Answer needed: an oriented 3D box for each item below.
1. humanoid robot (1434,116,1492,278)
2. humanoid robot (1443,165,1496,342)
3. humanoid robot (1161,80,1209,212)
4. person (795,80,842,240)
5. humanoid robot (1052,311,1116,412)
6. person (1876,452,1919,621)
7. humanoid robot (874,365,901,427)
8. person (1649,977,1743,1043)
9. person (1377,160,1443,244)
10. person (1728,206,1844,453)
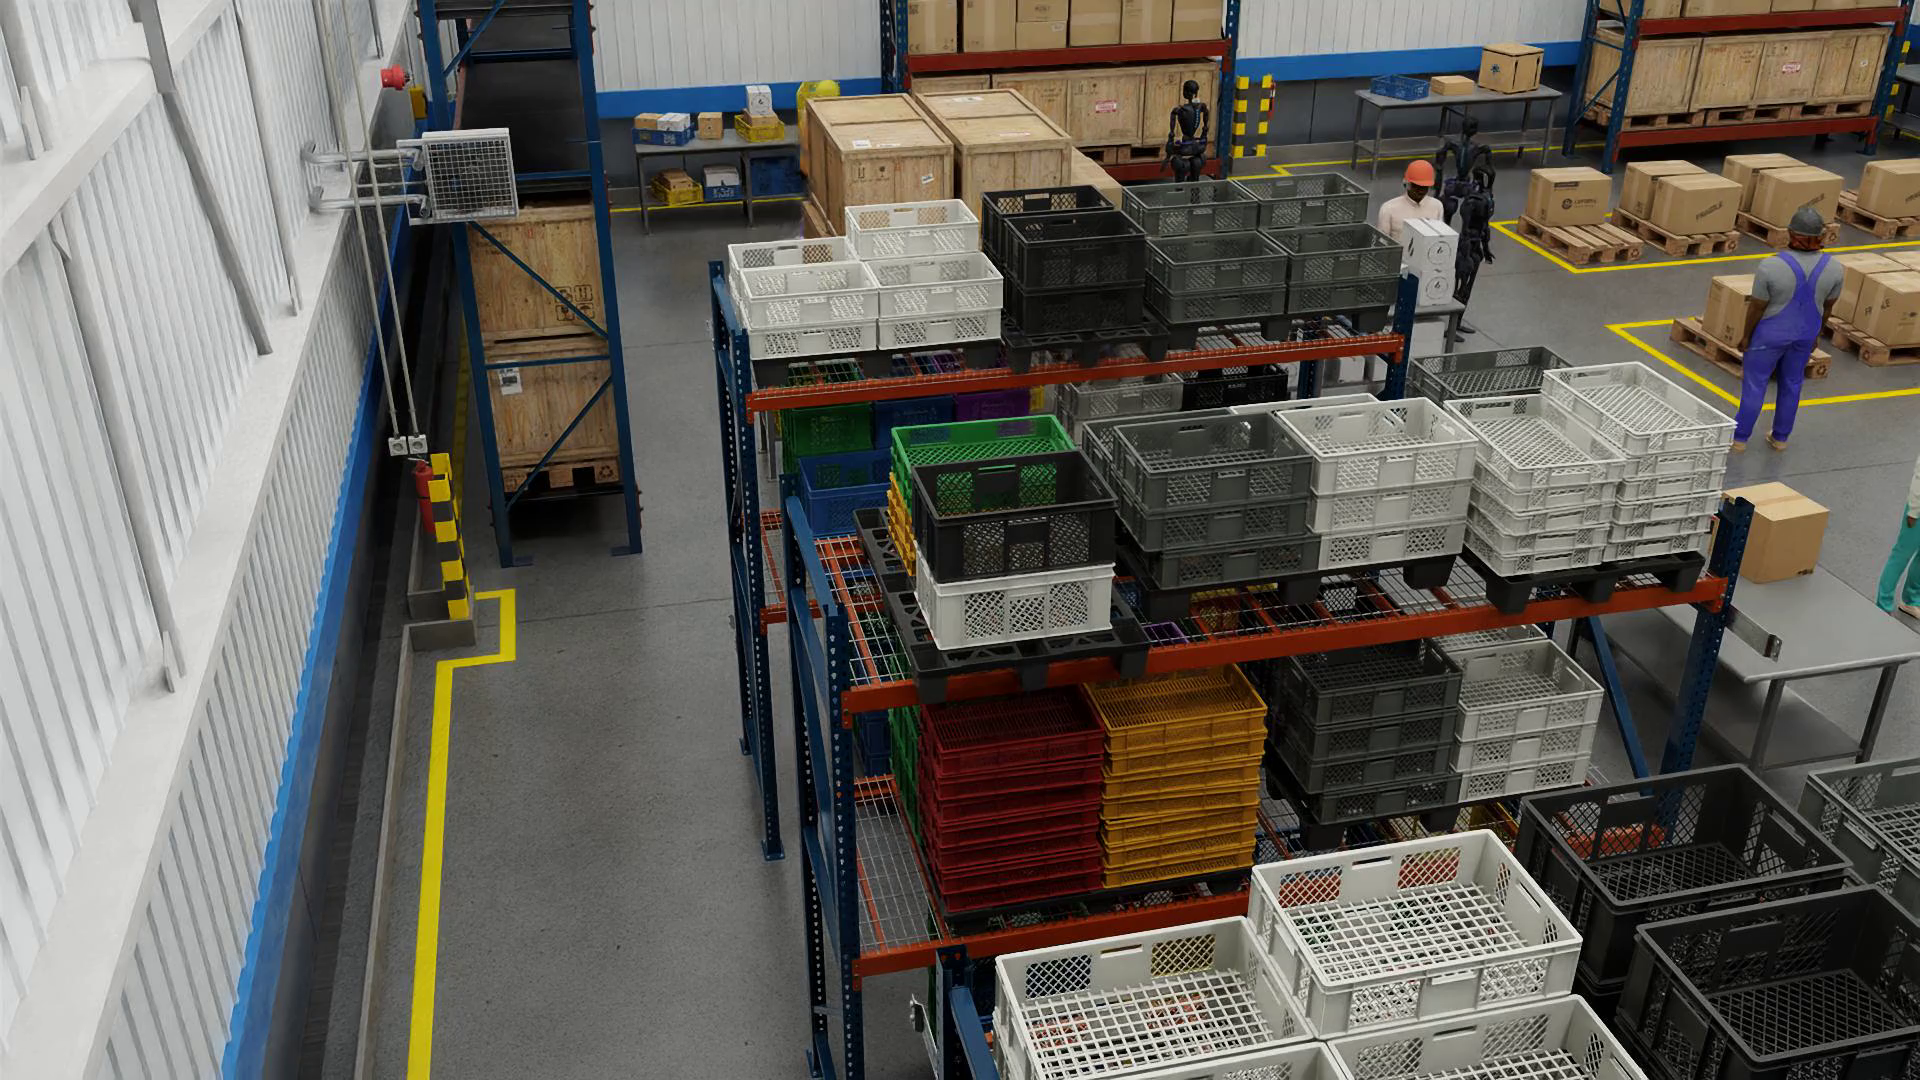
[{"bbox_3d":[5.236,-3.592,17.358,0.598,1.660,0.385,16,32,28],"label":"humanoid robot"},{"bbox_3d":[4.830,-2.714,15.670,0.320,1.657,0.600,19,33,32],"label":"humanoid robot"},{"bbox_3d":[2.562,-4.357,18.788,0.589,1.657,0.327,-16,32,-28],"label":"humanoid robot"},{"bbox_3d":[-1.473,-3.987,17.869,0.487,1.893,0.602,-14,31,-24],"label":"person"},{"bbox_3d":[1.030,-1.388,13.190,0.657,1.627,0.559,21,34,34],"label":"humanoid robot"},{"bbox_3d":[6.401,-0.224,10.863,0.523,1.769,0.324,-8,29,-14],"label":"person"},{"bbox_3d":[-0.465,-0.499,11.530,0.670,1.645,0.601,-16,32,-27],"label":"humanoid robot"},{"bbox_3d":[2.643,2.233,6.078,0.578,1.884,0.353,18,33,30],"label":"person"},{"bbox_3d":[3.944,-2.387,14.736,0.607,1.987,0.400,-5,28,-9],"label":"person"},{"bbox_3d":[6.566,-1.685,13.345,0.680,2.000,0.538,0,28,-1],"label":"person"}]
